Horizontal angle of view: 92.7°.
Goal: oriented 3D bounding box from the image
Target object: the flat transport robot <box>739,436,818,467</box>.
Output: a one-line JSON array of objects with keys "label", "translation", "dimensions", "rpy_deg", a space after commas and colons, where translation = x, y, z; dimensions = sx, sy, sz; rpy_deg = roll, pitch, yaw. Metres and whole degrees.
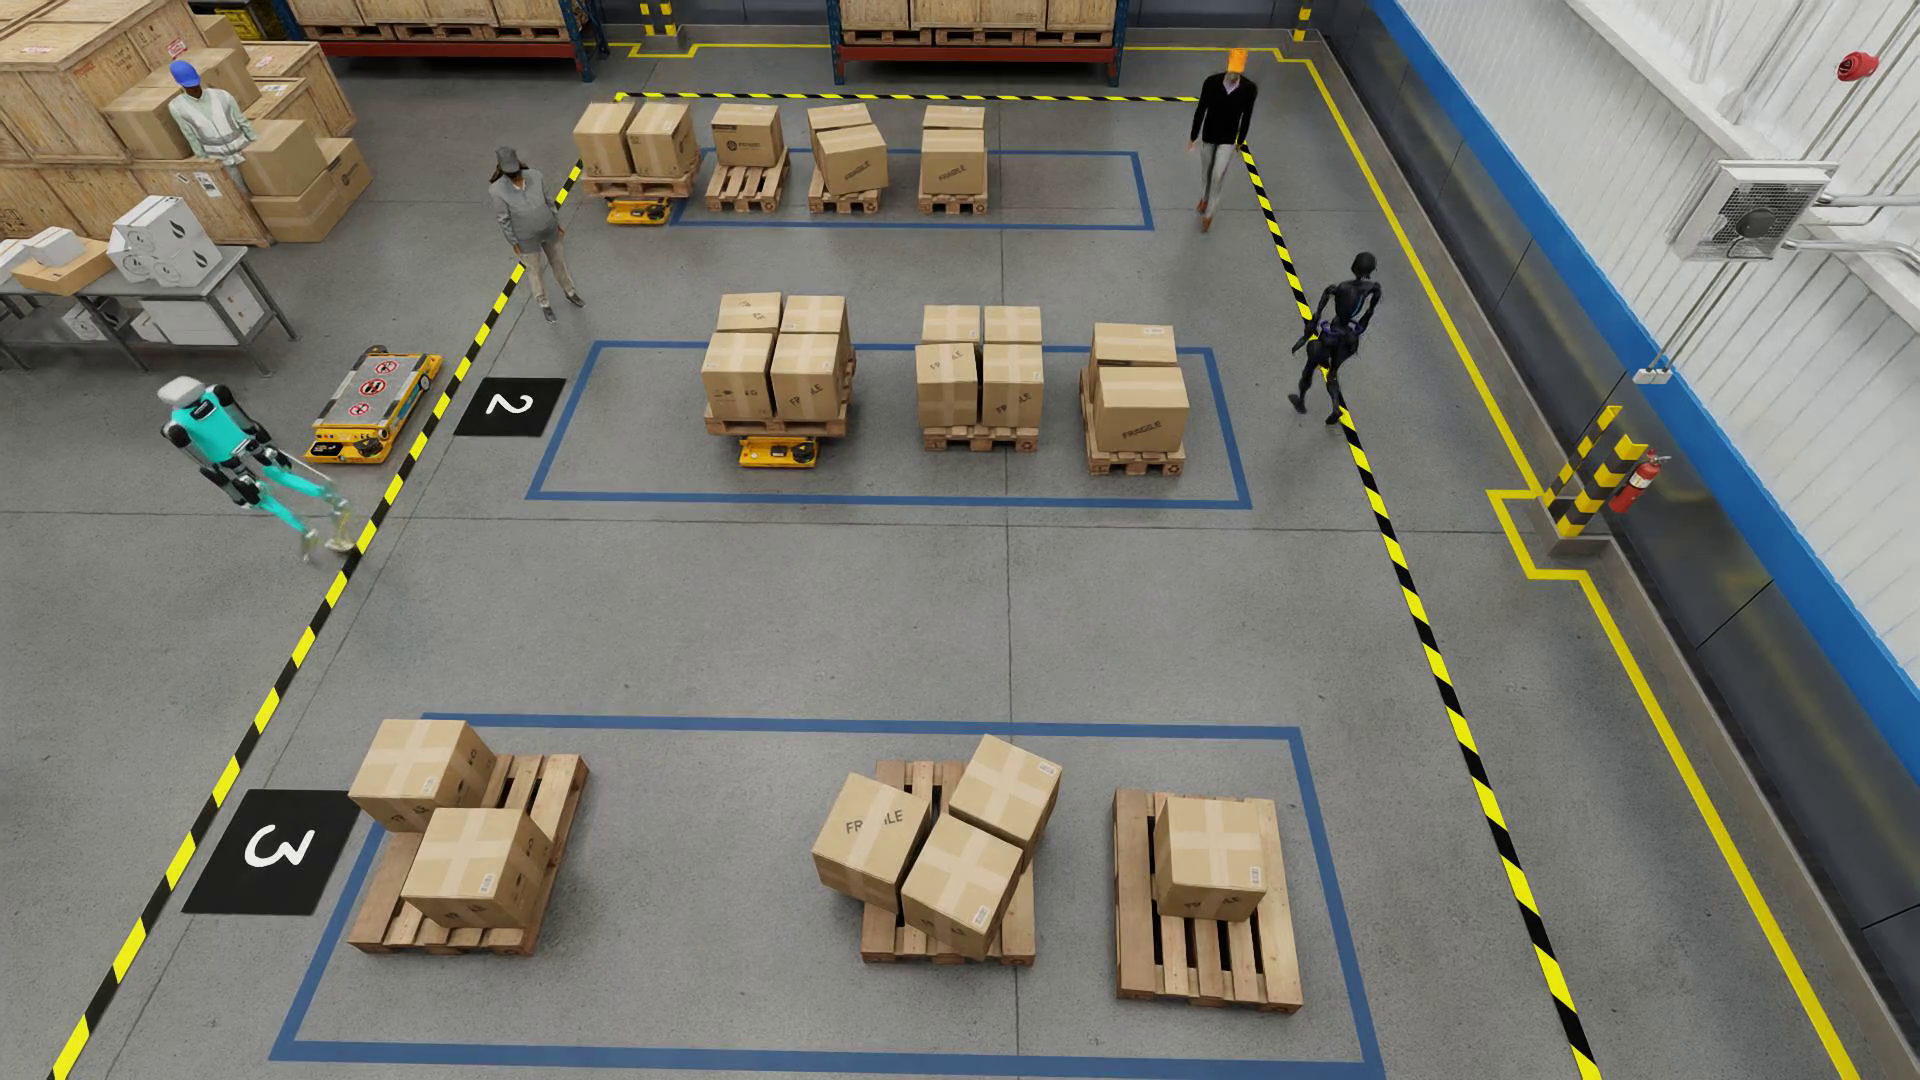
[{"label": "flat transport robot", "translation": [-1.582, -1.235, 8.394], "dimensions": [0.652, 0.197, 1.431], "rpy_deg": [1, 50, 1]}]

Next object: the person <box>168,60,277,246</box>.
[{"label": "person", "translation": [-7.714, -4.085, 9.732], "dimensions": [0.602, 1.939, 0.412], "rpy_deg": [-32, 57, -24]}]

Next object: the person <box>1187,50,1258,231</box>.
[{"label": "person", "translation": [2.799, -4.353, 10.020], "dimensions": [0.589, 1.848, 0.883], "rpy_deg": [21, 53, 17]}]

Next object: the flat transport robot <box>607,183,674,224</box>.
[{"label": "flat transport robot", "translation": [-3.712, -4.227, 10.926], "dimensions": [0.652, 0.197, 1.431], "rpy_deg": [1, 50, 1]}]

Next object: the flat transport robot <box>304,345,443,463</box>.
[{"label": "flat transport robot", "translation": [-5.383, -1.269, 8.441], "dimensions": [0.659, 0.231, 1.431], "rpy_deg": [1, 50, 1]}]

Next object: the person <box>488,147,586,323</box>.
[{"label": "person", "translation": [-4.124, -2.977, 8.905], "dimensions": [0.404, 1.763, 0.569], "rpy_deg": [37, 59, 27]}]

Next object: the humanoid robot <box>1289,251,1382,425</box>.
[{"label": "humanoid robot", "translation": [3.229, -1.689, 7.882], "dimensions": [0.590, 1.644, 0.539], "rpy_deg": [-7, 50, -6]}]

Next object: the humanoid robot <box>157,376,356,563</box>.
[{"label": "humanoid robot", "translation": [-5.022, -0.423, 6.780], "dimensions": [0.818, 1.794, 0.537], "rpy_deg": [9, 50, 8]}]
